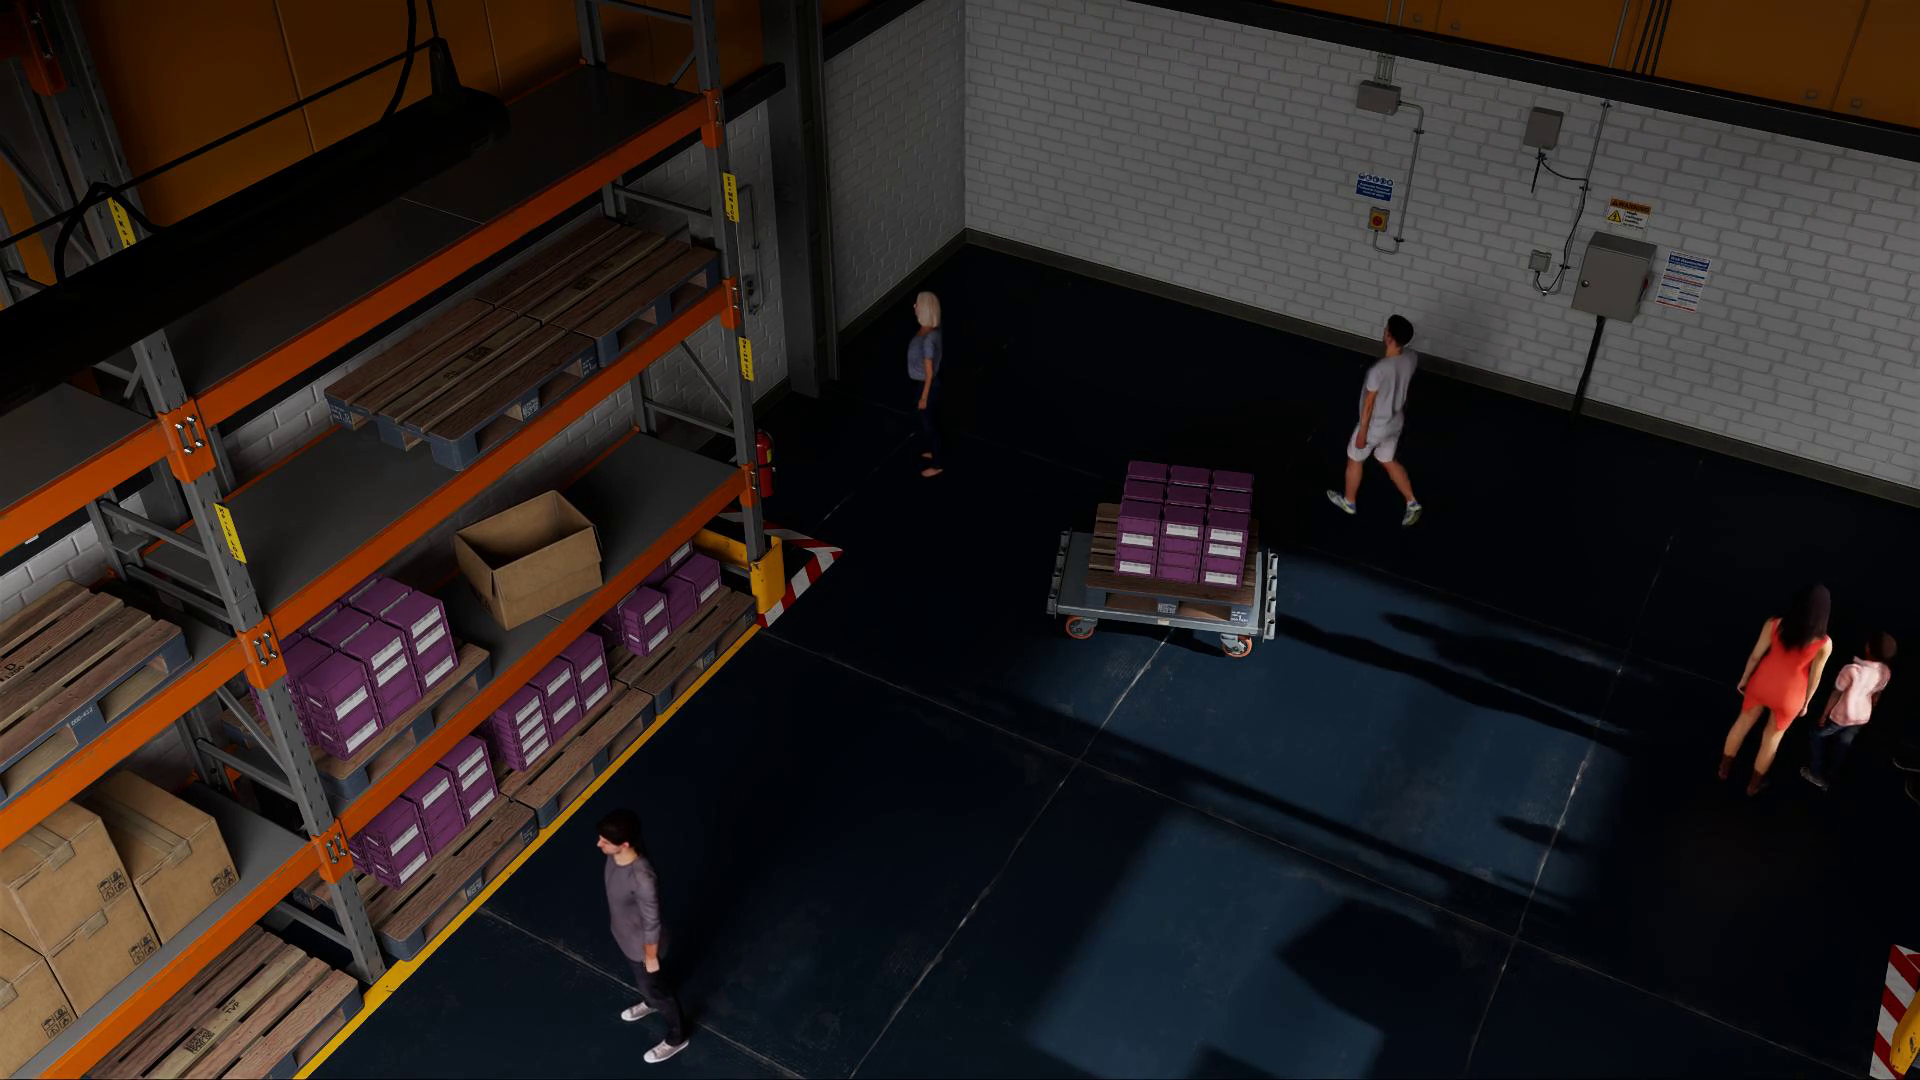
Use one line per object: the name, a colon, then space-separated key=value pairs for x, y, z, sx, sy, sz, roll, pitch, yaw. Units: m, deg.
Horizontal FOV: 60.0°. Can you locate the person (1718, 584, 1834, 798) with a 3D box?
person: x=5.248 y=0.971 z=10.666 sx=0.617 sy=1.721 sz=0.589 roll=27 pitch=46 yaw=29

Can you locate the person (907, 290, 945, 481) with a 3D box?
person: x=-0.247 y=-1.265 z=13.466 sx=0.720 sy=1.721 sz=0.596 roll=2 pitch=39 yaw=3

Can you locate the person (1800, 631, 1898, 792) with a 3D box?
person: x=5.771 y=1.149 z=10.781 sx=0.596 sy=1.299 sz=0.616 roll=1 pitch=39 yaw=2

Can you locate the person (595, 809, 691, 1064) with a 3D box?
person: x=-1.742 y=2.124 z=9.119 sx=0.738 sy=1.849 sz=0.748 roll=-18 pitch=42 yaw=-22

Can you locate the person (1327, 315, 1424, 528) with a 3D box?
person: x=3.334 y=-0.872 z=12.882 sx=1.120 sy=1.835 sz=1.013 roll=-26 pitch=45 yaw=-29
